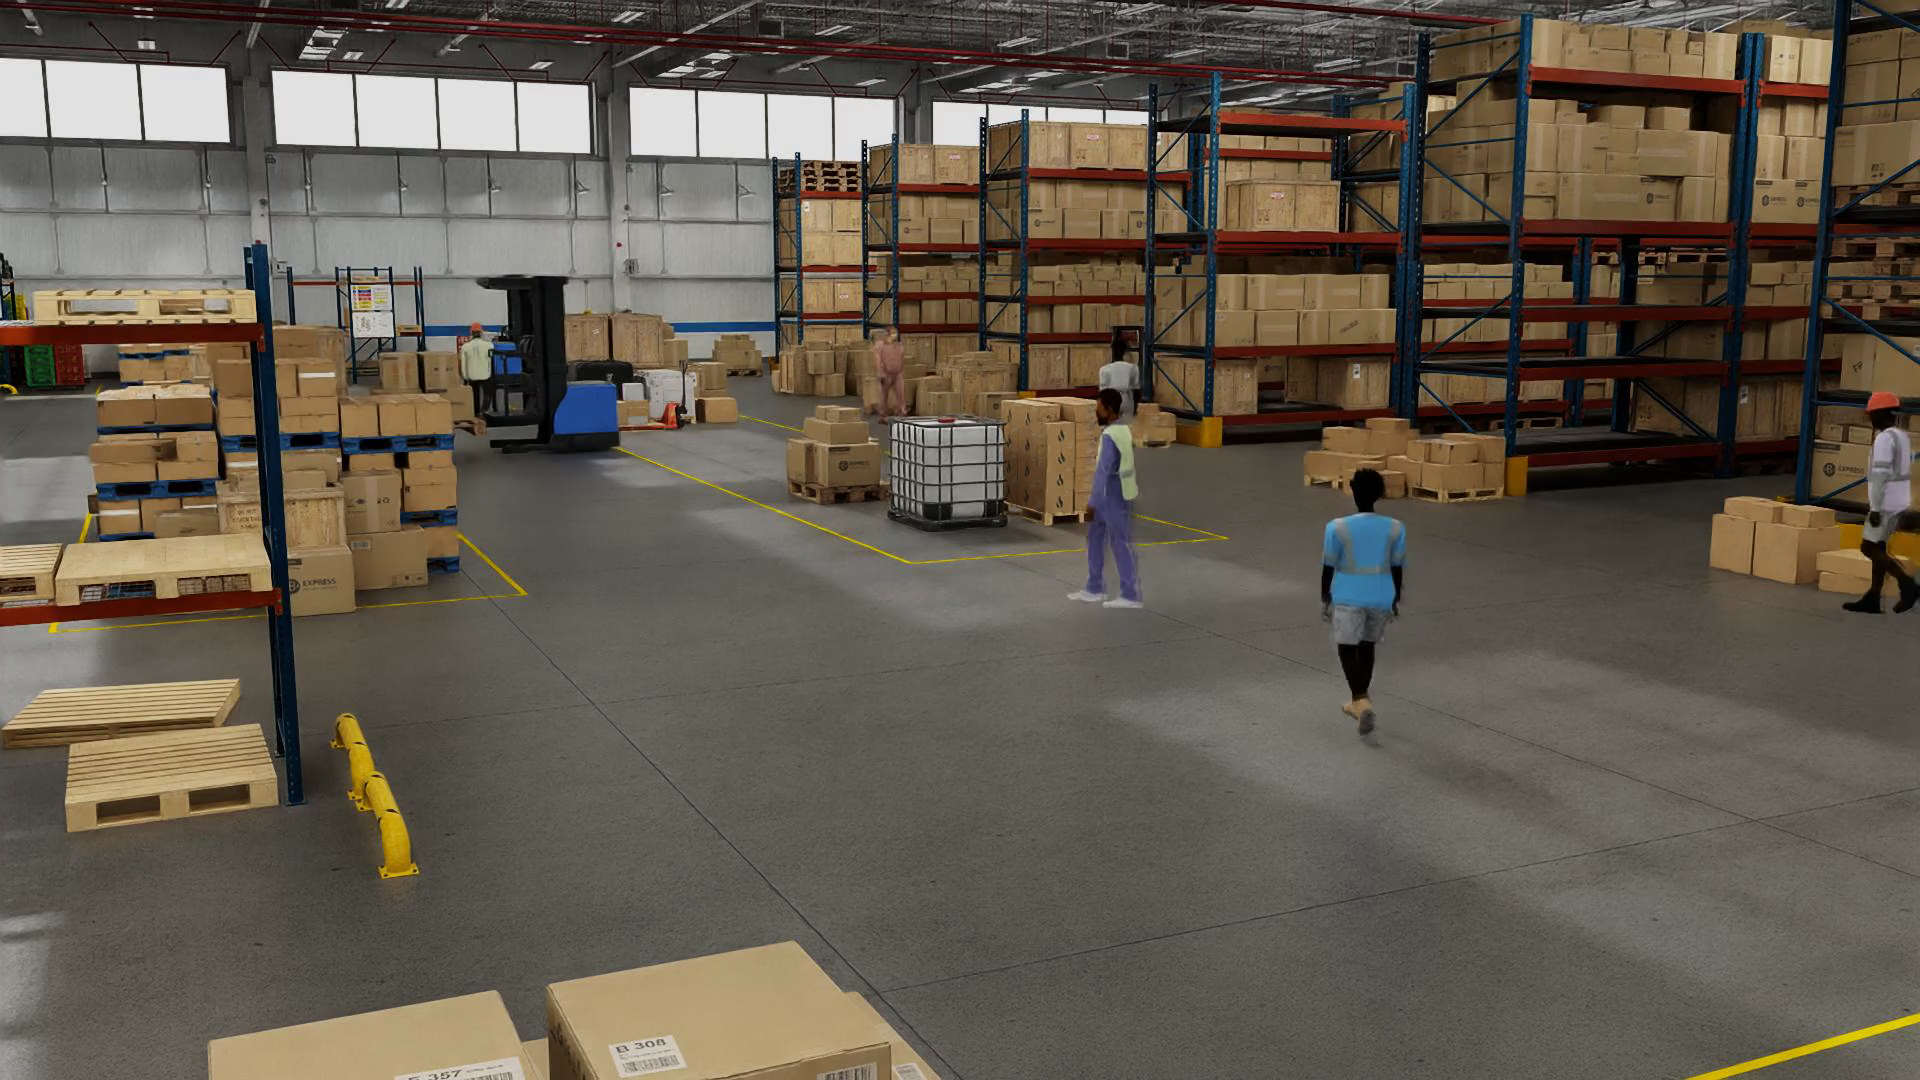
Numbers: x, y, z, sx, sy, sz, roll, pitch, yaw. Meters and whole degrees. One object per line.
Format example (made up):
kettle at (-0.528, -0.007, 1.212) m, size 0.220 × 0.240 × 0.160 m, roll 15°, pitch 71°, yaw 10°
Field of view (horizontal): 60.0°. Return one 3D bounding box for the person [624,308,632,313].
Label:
person at (-8.862, -5.260, 44.705) m, size 0.600 × 1.911 × 0.642 m, roll 8°, pitch 12°, yaw 40°

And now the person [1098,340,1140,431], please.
person at (2.271, -1.906, 23.863) m, size 0.603 × 1.916 × 1.007 m, roll 0°, pitch 9°, yaw -1°

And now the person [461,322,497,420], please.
person at (-8.873, -3.033, 30.691) m, size 0.643 × 1.975 × 0.479 m, roll -1°, pitch 9°, yaw -5°

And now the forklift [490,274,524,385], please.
forklift at (-11.313, -5.372, 42.414) m, size 1.873 × 2.768 × 1.129 m, roll -4°, pitch 10°, yaw -25°

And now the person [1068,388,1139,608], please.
person at (1.203, -0.348, 14.302) m, size 0.779 × 1.893 × 0.610 m, roll 2°, pitch 9°, yaw 12°

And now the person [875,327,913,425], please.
person at (-1.260, -3.073, 31.315) m, size 0.644 × 1.862 × 0.948 m, roll -5°, pitch 10°, yaw -28°

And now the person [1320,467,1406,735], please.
person at (2.546, 0.383, 10.465) m, size 0.537 × 1.673 × 0.758 m, roll -1°, pitch 9°, yaw -5°

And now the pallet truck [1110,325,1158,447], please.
pallet truck at (2.881, -2.596, 27.923) m, size 0.823 × 1.965 × 1.885 m, roll -1°, pitch 9°, yaw -7°

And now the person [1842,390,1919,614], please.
person at (7.845, -0.303, 14.018) m, size 0.594 × 1.900 × 0.619 m, roll -9°, pitch 13°, yaw -44°

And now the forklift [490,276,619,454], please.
forklift at (-6.566, -2.849, 26.763) m, size 1.873 × 2.768 × 1.129 m, roll -5°, pitch 10°, yaw -26°
